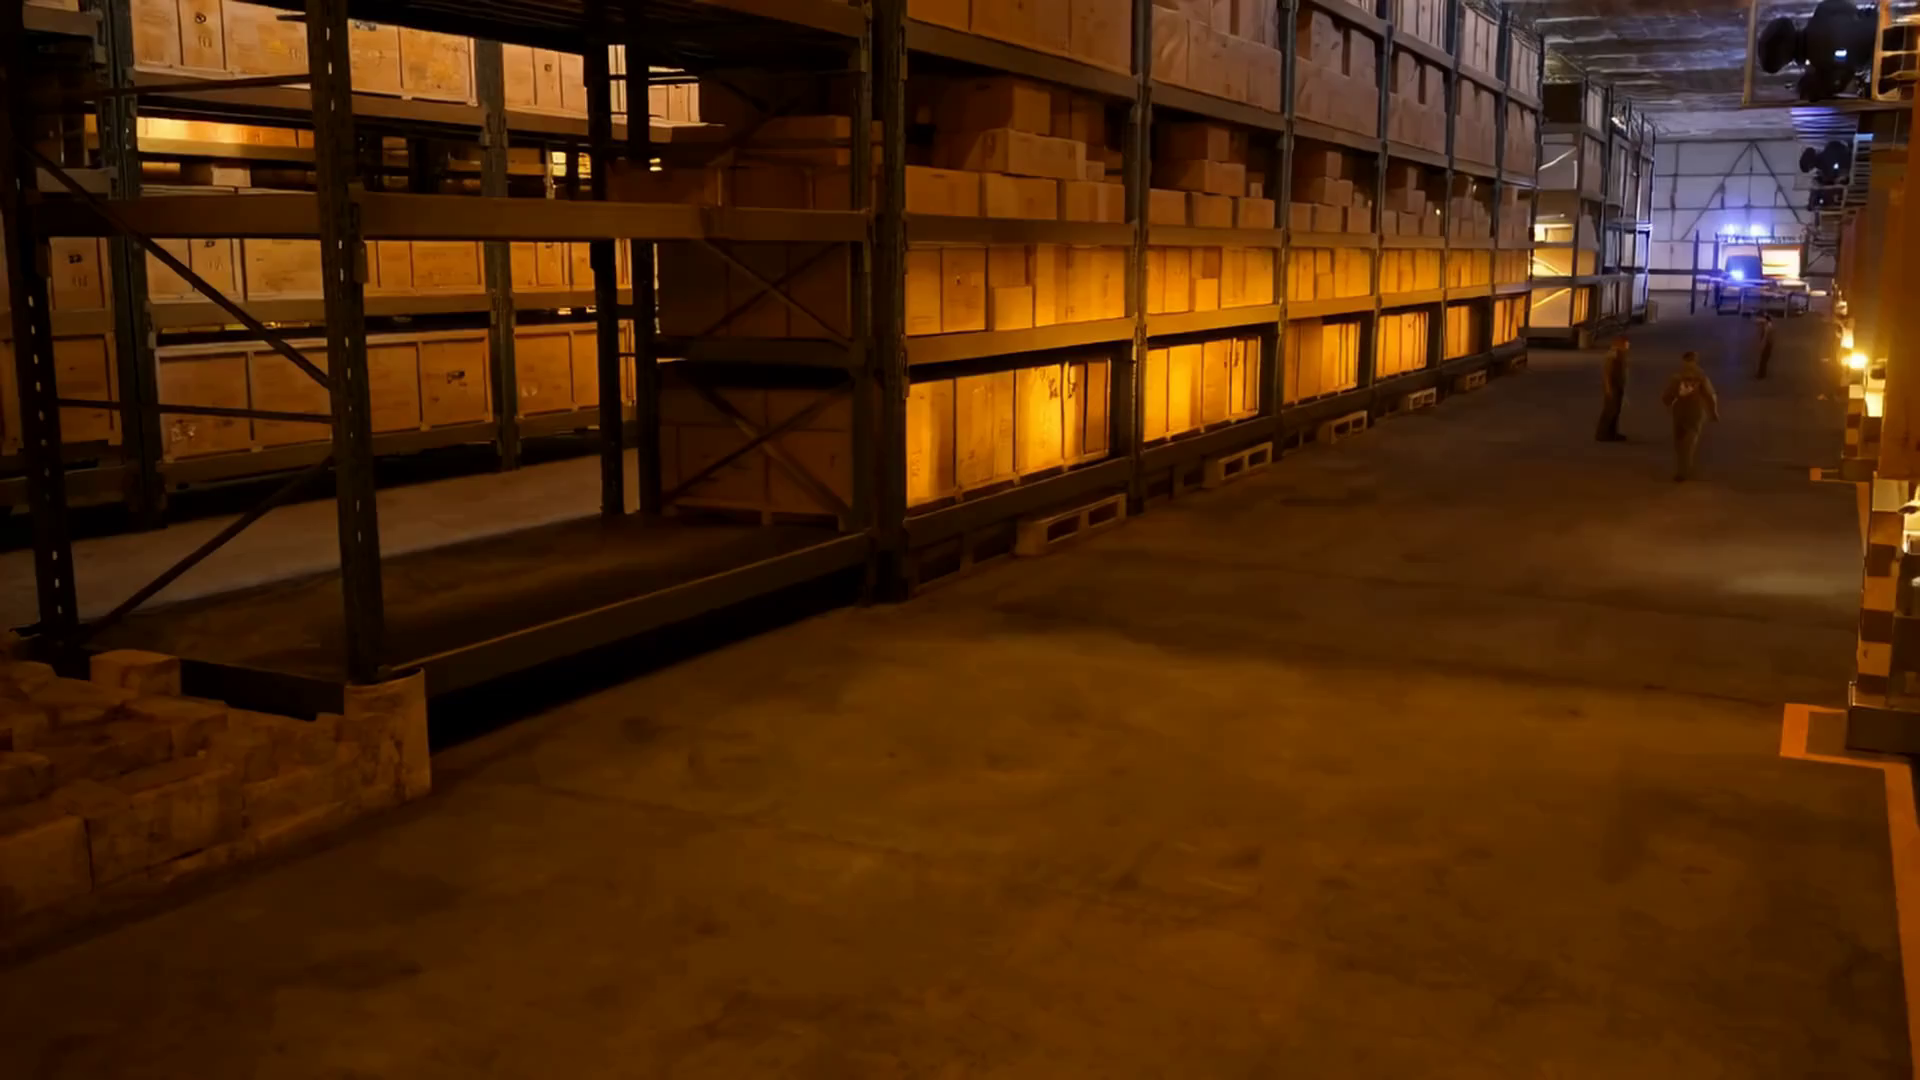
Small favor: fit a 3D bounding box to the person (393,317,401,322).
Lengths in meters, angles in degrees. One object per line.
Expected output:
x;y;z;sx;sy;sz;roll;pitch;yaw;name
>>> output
-10.469;-3.930;30.690;0.313;1.639;0.513;-4;11;-24;person
